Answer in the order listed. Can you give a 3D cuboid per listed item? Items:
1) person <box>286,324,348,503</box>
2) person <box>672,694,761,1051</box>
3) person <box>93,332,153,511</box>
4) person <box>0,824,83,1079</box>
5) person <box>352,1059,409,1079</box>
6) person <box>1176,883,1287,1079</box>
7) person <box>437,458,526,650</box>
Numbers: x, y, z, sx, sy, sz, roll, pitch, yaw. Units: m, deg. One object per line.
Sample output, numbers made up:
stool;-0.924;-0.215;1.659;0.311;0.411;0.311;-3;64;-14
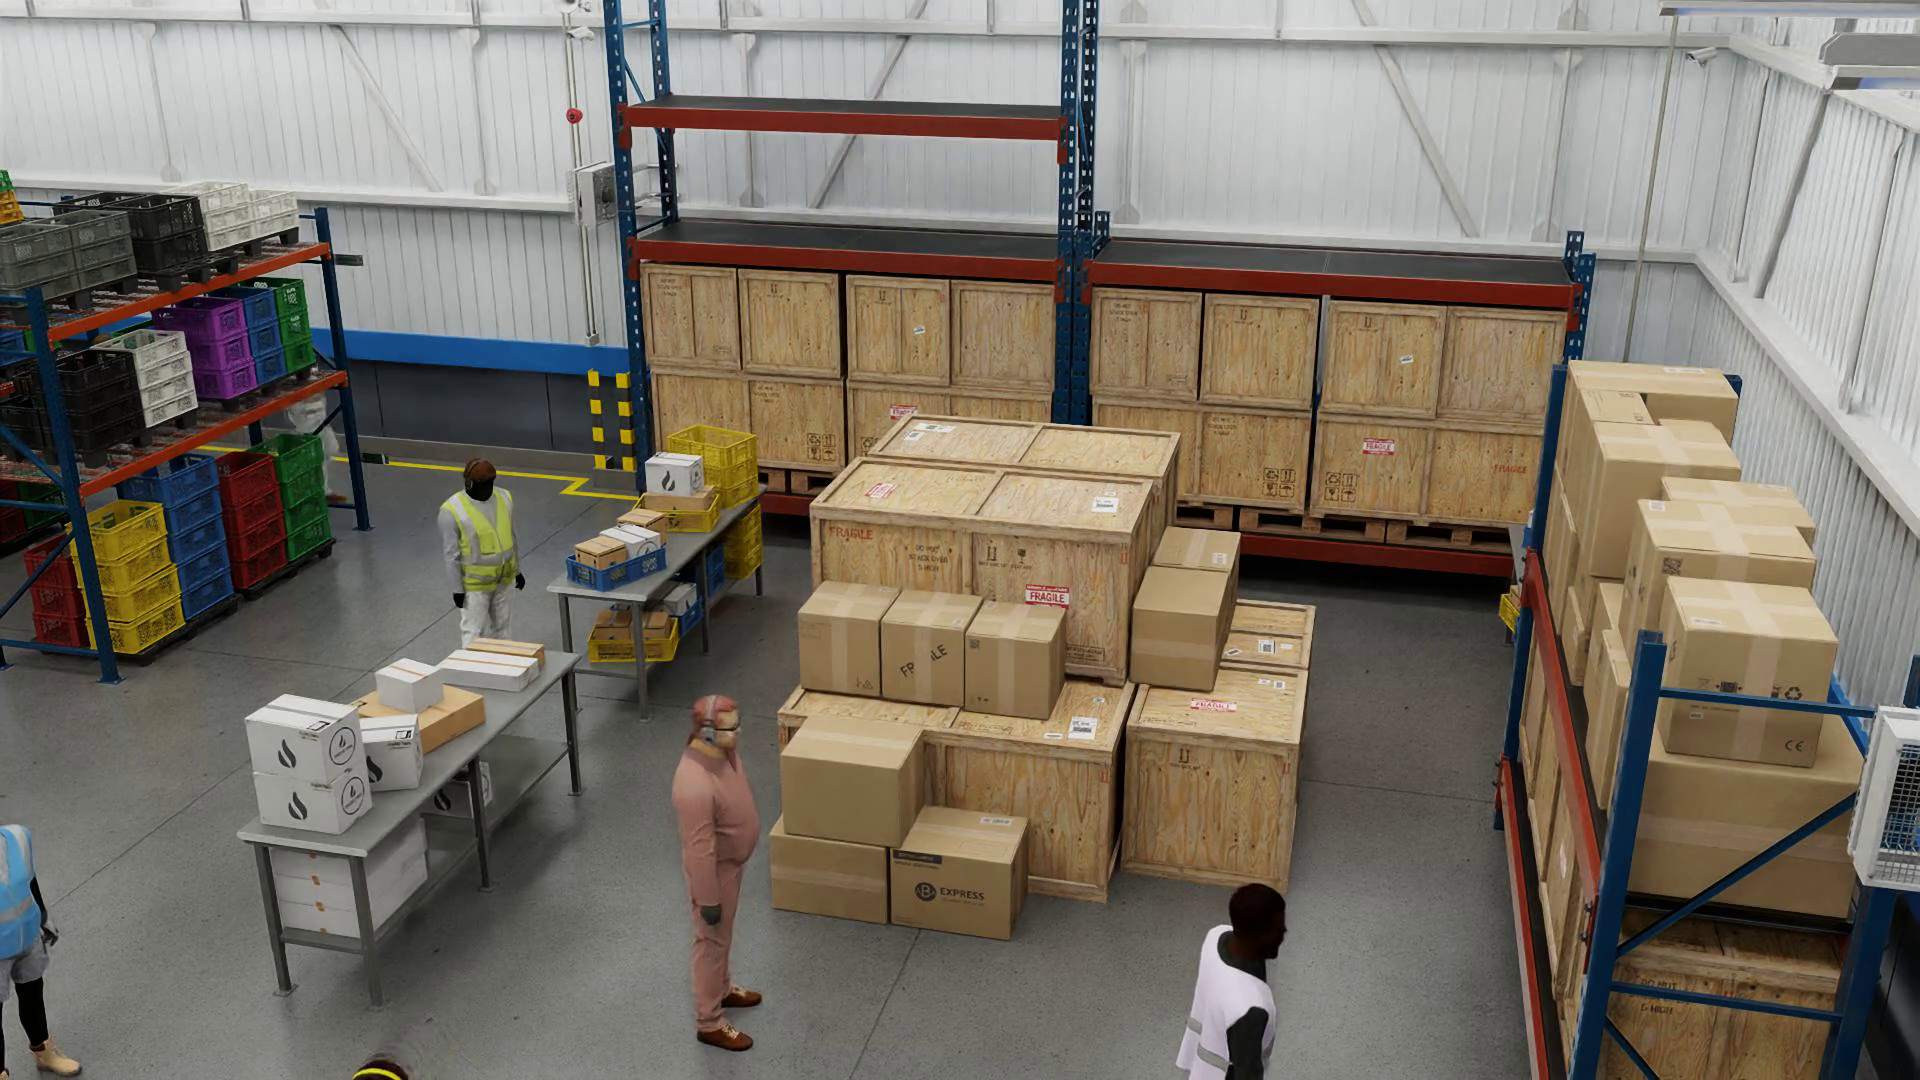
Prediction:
person;-6.196;-1.156;15.816;0.422;1.855;0.624;0;21;0
person;-1.207;1.651;8.417;0.403;1.904;0.651;0;21;0
person;-7.620;-0.948;15.169;0.630;1.940;0.371;17;27;37
person;-4.591;1.929;7.975;0.319;1.697;0.532;8;22;20
person;-1.992;2.625;5.945;0.533;1.854;0.394;4;21;10
person;1.100;2.251;6.851;0.391;1.909;0.584;-2;21;-5
person;-3.429;0.286;12.084;0.430;1.838;0.619;15;26;35
